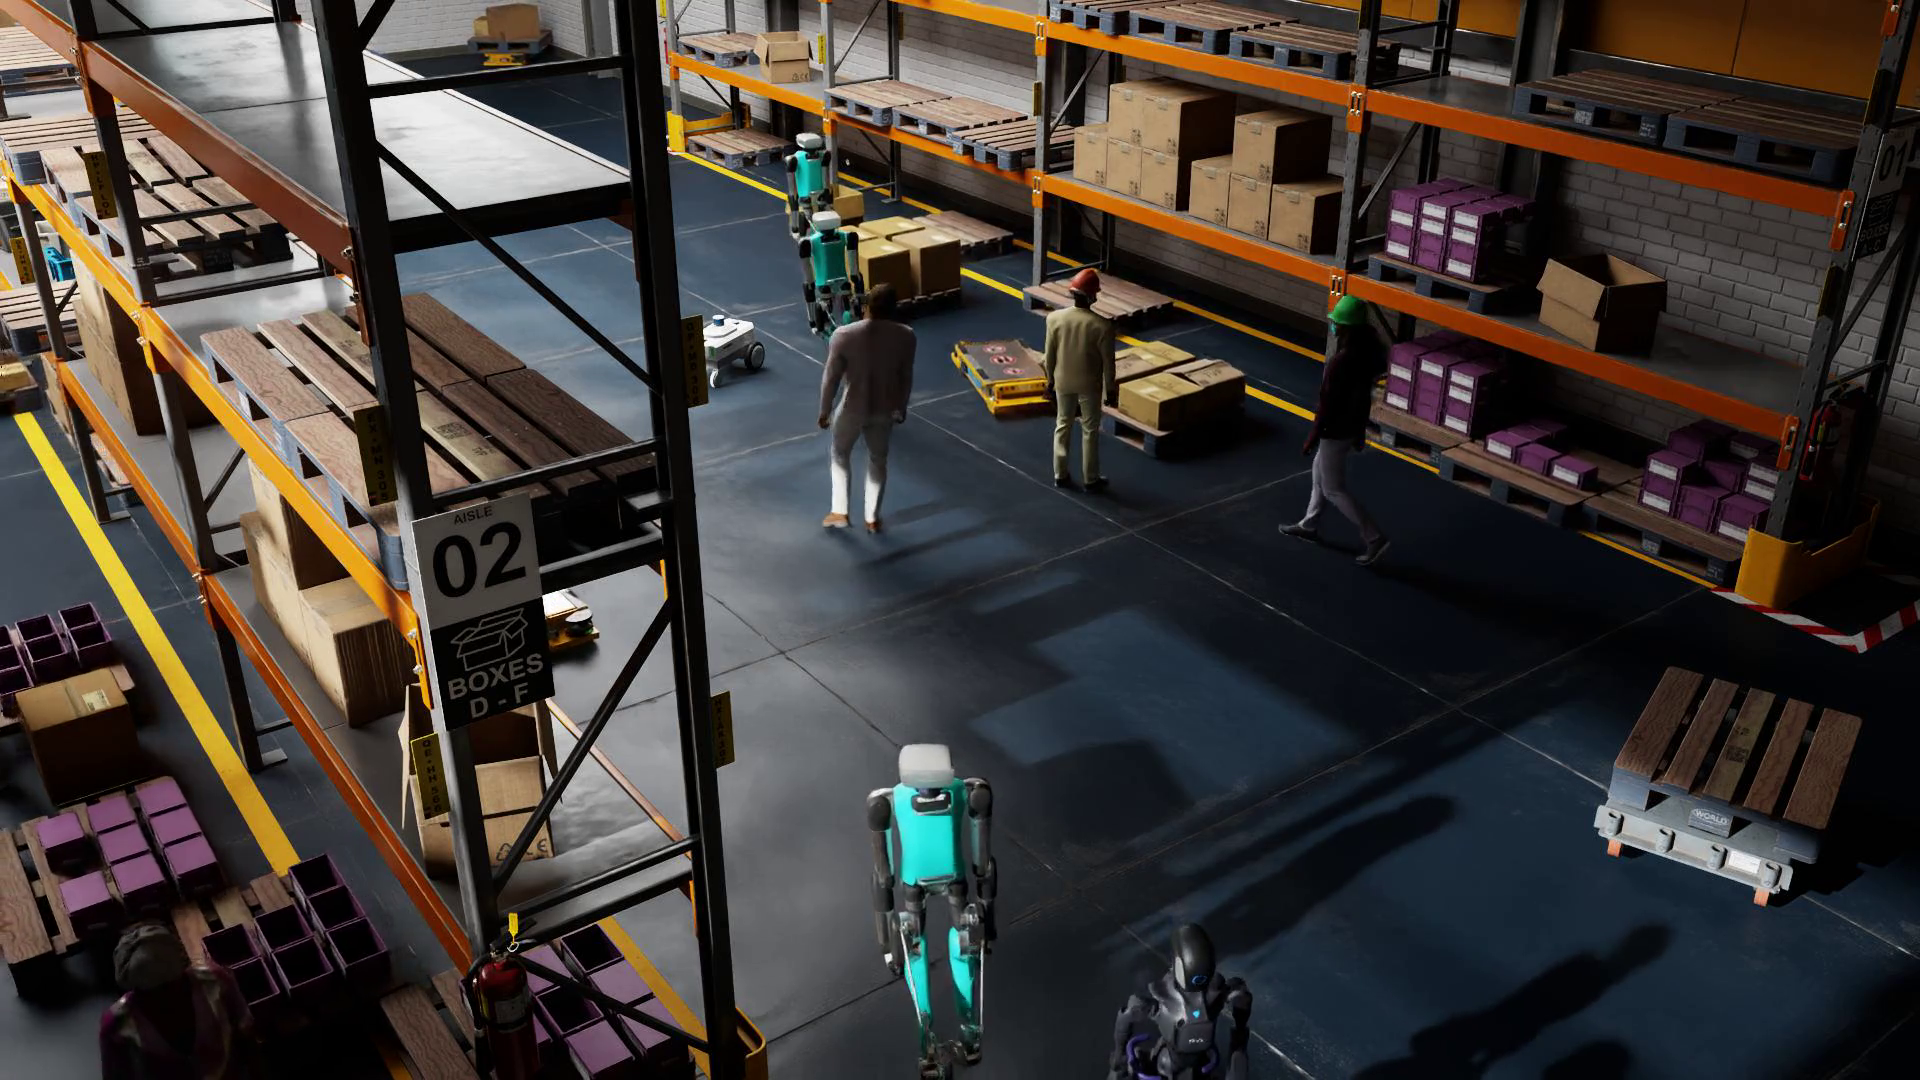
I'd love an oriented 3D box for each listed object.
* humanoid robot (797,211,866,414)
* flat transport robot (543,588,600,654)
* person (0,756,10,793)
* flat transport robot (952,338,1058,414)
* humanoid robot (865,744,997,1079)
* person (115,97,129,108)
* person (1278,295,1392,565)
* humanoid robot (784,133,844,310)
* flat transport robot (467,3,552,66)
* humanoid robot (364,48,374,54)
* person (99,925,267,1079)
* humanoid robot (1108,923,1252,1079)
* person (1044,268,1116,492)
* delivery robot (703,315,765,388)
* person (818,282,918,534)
[{"bbox_3d":[-0.974,-1.817,13.964,0.550,1.755,0.838,-11,29,-21],"label":"humanoid robot"},{"bbox_3d":[-3.032,0.405,11.181,0.659,0.231,1.431,-18,32,-31],"label":"flat transport robot"},{"bbox_3d":[-5.601,0.563,9.053,0.405,1.904,0.638,-16,31,-28],"label":"person"},{"bbox_3d":[0.418,-1.492,14.954,0.659,0.231,1.431,-7,28,-14],"label":"flat transport robot"},{"bbox_3d":[-0.064,1.780,6.832,0.550,1.761,0.959,-4,27,-8],"label":"humanoid robot"},{"bbox_3d":[-10.653,-5.417,20.842,0.376,1.995,0.610,9,28,17],"label":"person"},{"bbox_3d":[2.721,-0.770,11.689,0.879,1.920,0.499,20,33,34],"label":"person"},{"bbox_3d":[-1.341,-3.038,16.526,0.545,1.908,0.734,-23,34,-37],"label":"humanoid robot"},{"bbox_3d":[-7.699,-8.371,28.639,0.659,0.231,1.431,0,27,1],"label":"flat transport robot"},{"bbox_3d":[-7.615,-5.488,21.404,0.758,1.645,0.601,-12,29,-22],"label":"humanoid robot"},{"bbox_3d":[-2.857,2.070,6.180,0.535,1.800,0.717,-24,35,-39],"label":"person"},{"bbox_3d":[0.810,2.068,6.312,0.589,1.636,0.439,-7,28,-14],"label":"humanoid robot"},{"bbox_3d":[0.931,-1.230,12.780,0.572,1.748,0.341,12,29,22],"label":"person"},{"bbox_3d":[-2.175,-1.756,15.155,0.499,0.589,0.782,13,29,24],"label":"delivery robot"},{"bbox_3d":[-0.663,-0.947,12.071,0.735,1.900,0.418,-6,27,-12],"label":"person"}]
